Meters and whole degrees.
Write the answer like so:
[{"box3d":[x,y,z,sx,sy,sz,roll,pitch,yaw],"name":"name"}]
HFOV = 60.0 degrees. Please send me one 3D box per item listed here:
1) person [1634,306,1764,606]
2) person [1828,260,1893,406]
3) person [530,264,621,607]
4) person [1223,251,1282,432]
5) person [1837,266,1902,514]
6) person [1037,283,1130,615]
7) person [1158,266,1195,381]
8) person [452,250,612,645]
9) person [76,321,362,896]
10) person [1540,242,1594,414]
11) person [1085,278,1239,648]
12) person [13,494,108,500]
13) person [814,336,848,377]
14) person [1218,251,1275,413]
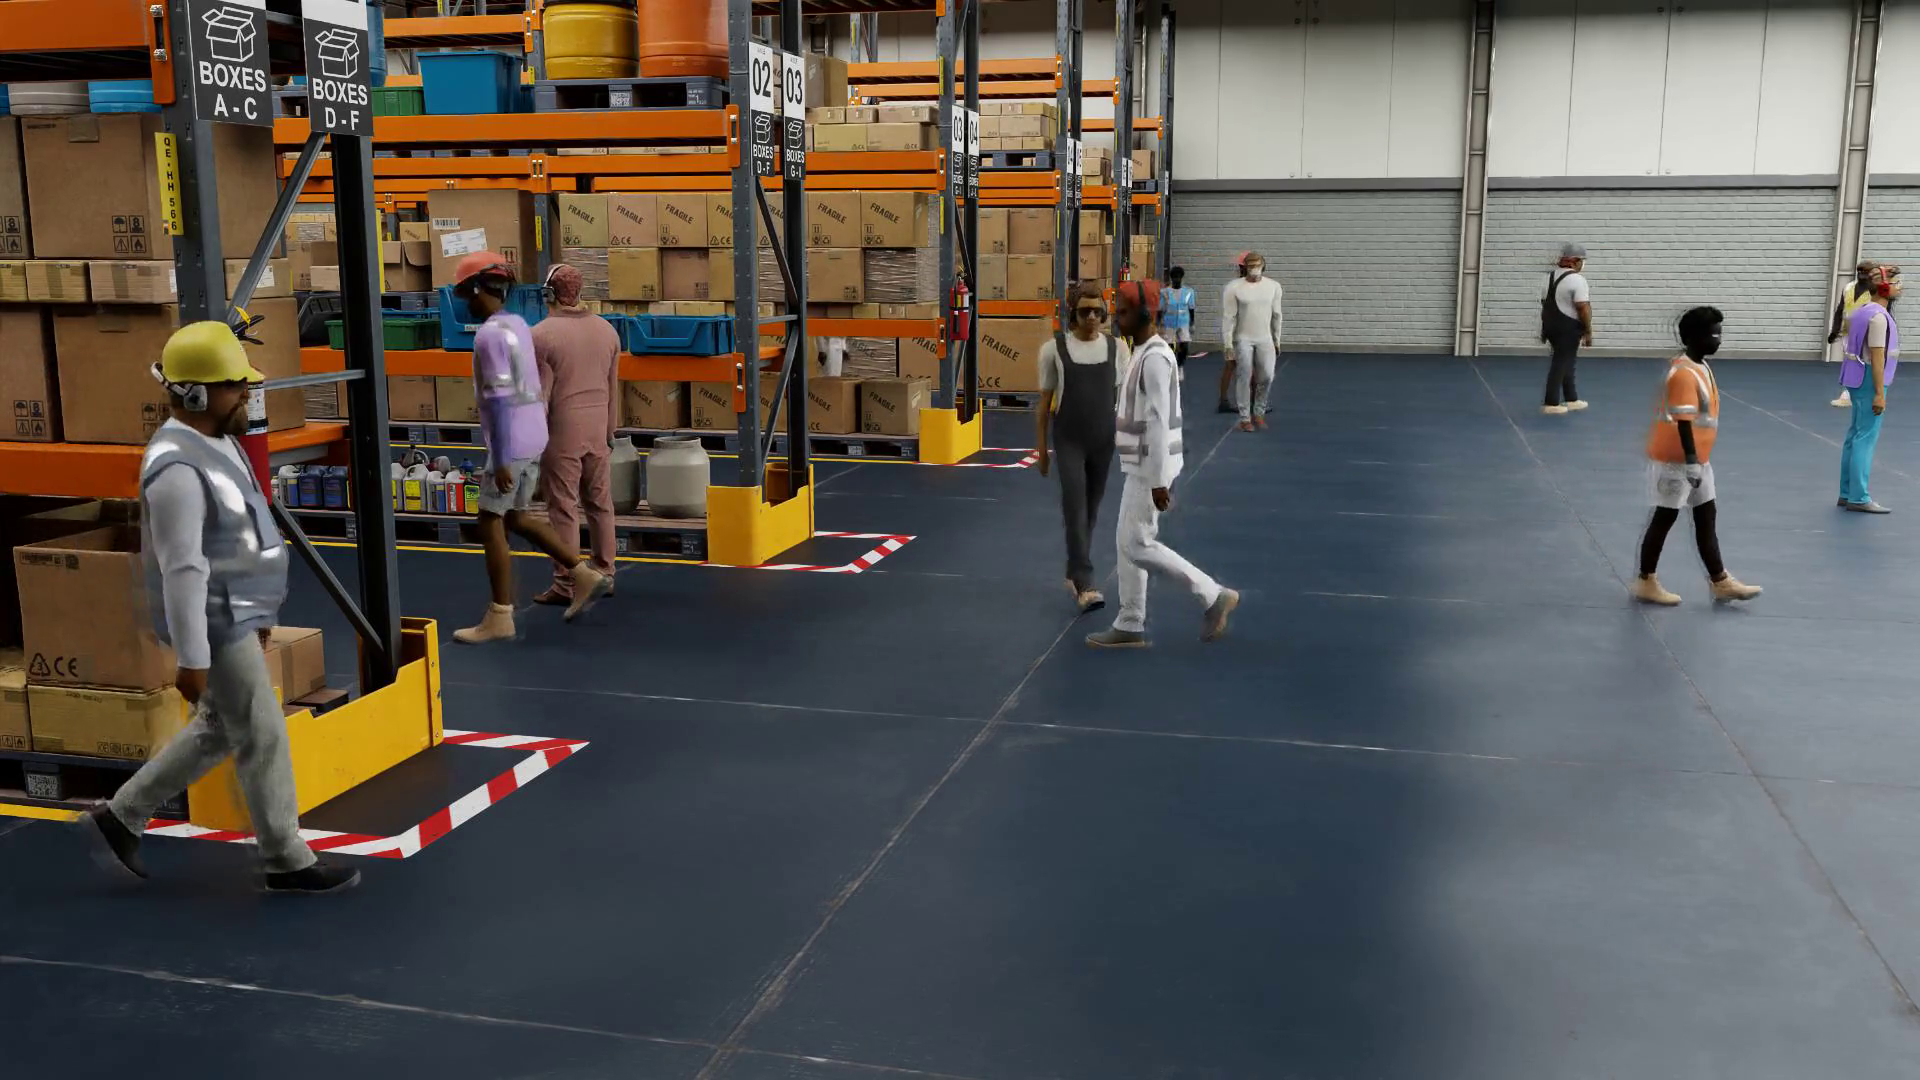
[{"box3d":[4.110,-0.439,9.160,0.684,1.671,0.552,7,13,35],"name":"person"},{"box3d":[11.201,-2.562,20.605,0.914,1.812,0.635,-4,11,-23],"name":"person"},{"box3d":[-2.201,-0.583,9.339,0.407,1.910,0.639,7,13,35],"name":"person"},{"box3d":[3.112,-2.091,17.651,0.659,1.921,0.509,-1,10,-5],"name":"person"},{"box3d":[6.853,-1.134,12.546,0.388,1.849,0.565,3,11,16],"name":"person"},{"box3d":[0.728,-0.499,9.145,0.539,1.797,0.941,-3,11,-14],"name":"person"},{"box3d":[3.058,-3.036,23.558,0.588,1.674,0.371,-1,10,-3],"name":"person"},{"box3d":[-2.225,-0.478,8.527,0.713,1.992,0.674,0,10,0],"name":"person"},{"box3d":[-2.326,0.235,5.088,0.769,1.808,0.599,-3,11,-16],"name":"person"},{"box3d":[7.263,-2.505,19.615,0.854,2.000,0.711,-2,10,-13],"name":"person"},{"box3d":[0.996,-0.355,8.201,0.660,1.865,0.576,1,10,4],"name":"person"},{"box3d":[-5.573,-0.744,10.305,1.002,1.880,0.574,2,10,13],"name":"person"},{"box3d":[-1.346,-2.022,17.381,0.343,1.884,0.581,4,11,19],"name":"person"},{"box3d":[3.412,-2.435,19.626,0.810,1.902,0.546,-3,11,-16],"name":"person"}]
